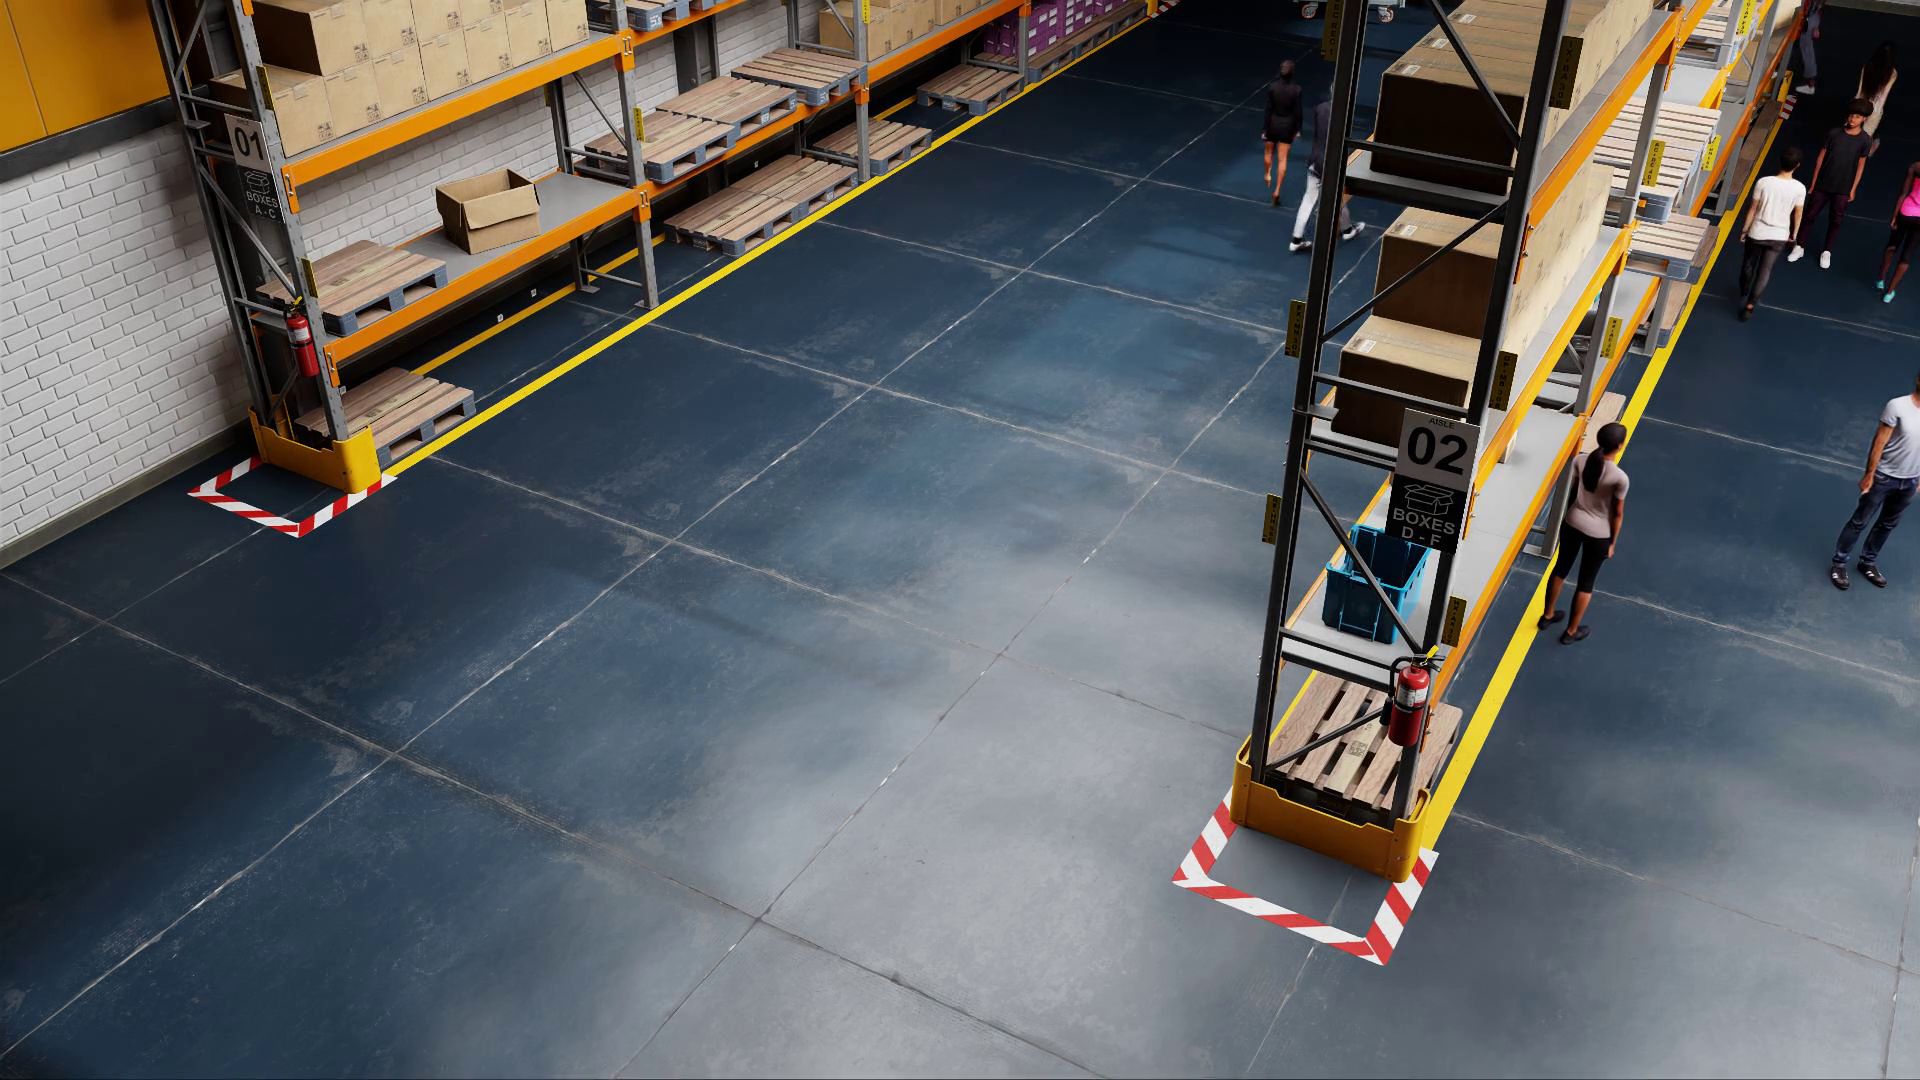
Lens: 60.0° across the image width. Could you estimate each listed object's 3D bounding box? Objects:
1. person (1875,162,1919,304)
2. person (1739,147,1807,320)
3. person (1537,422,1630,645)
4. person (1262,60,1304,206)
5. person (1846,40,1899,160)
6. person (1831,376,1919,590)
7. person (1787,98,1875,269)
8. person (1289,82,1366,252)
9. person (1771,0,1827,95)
[{"bbox_3d":[9.514,-3.174,16.593,0.595,1.710,0.745,21,39,29],"label":"person"},{"bbox_3d":[7.925,-2.981,16.323,0.707,1.688,1.046,15,36,21],"label":"person"},{"bbox_3d":[4.466,-0.062,11.879,0.649,1.745,0.661,-24,40,-31],"label":"person"},{"bbox_3d":[3.614,-4.572,18.782,0.753,1.615,0.988,7,34,10],"label":"person"},{"bbox_3d":[10.628,-5.061,19.485,0.602,1.651,0.772,21,39,28],"label":"person"},{"bbox_3d":[6.967,-0.490,12.416,0.714,1.865,0.730,-3,34,-4],"label":"person"},{"bbox_3d":[9.159,-3.754,17.399,0.608,1.784,0.569,19,38,26],"label":"person"},{"bbox_3d":[3.811,-3.948,17.584,1.310,1.902,1.077,-20,39,-27],"label":"person"},{"bbox_3d":[11.250,-6.713,21.986,1.157,1.633,1.003,-19,38,-26],"label":"person"}]
